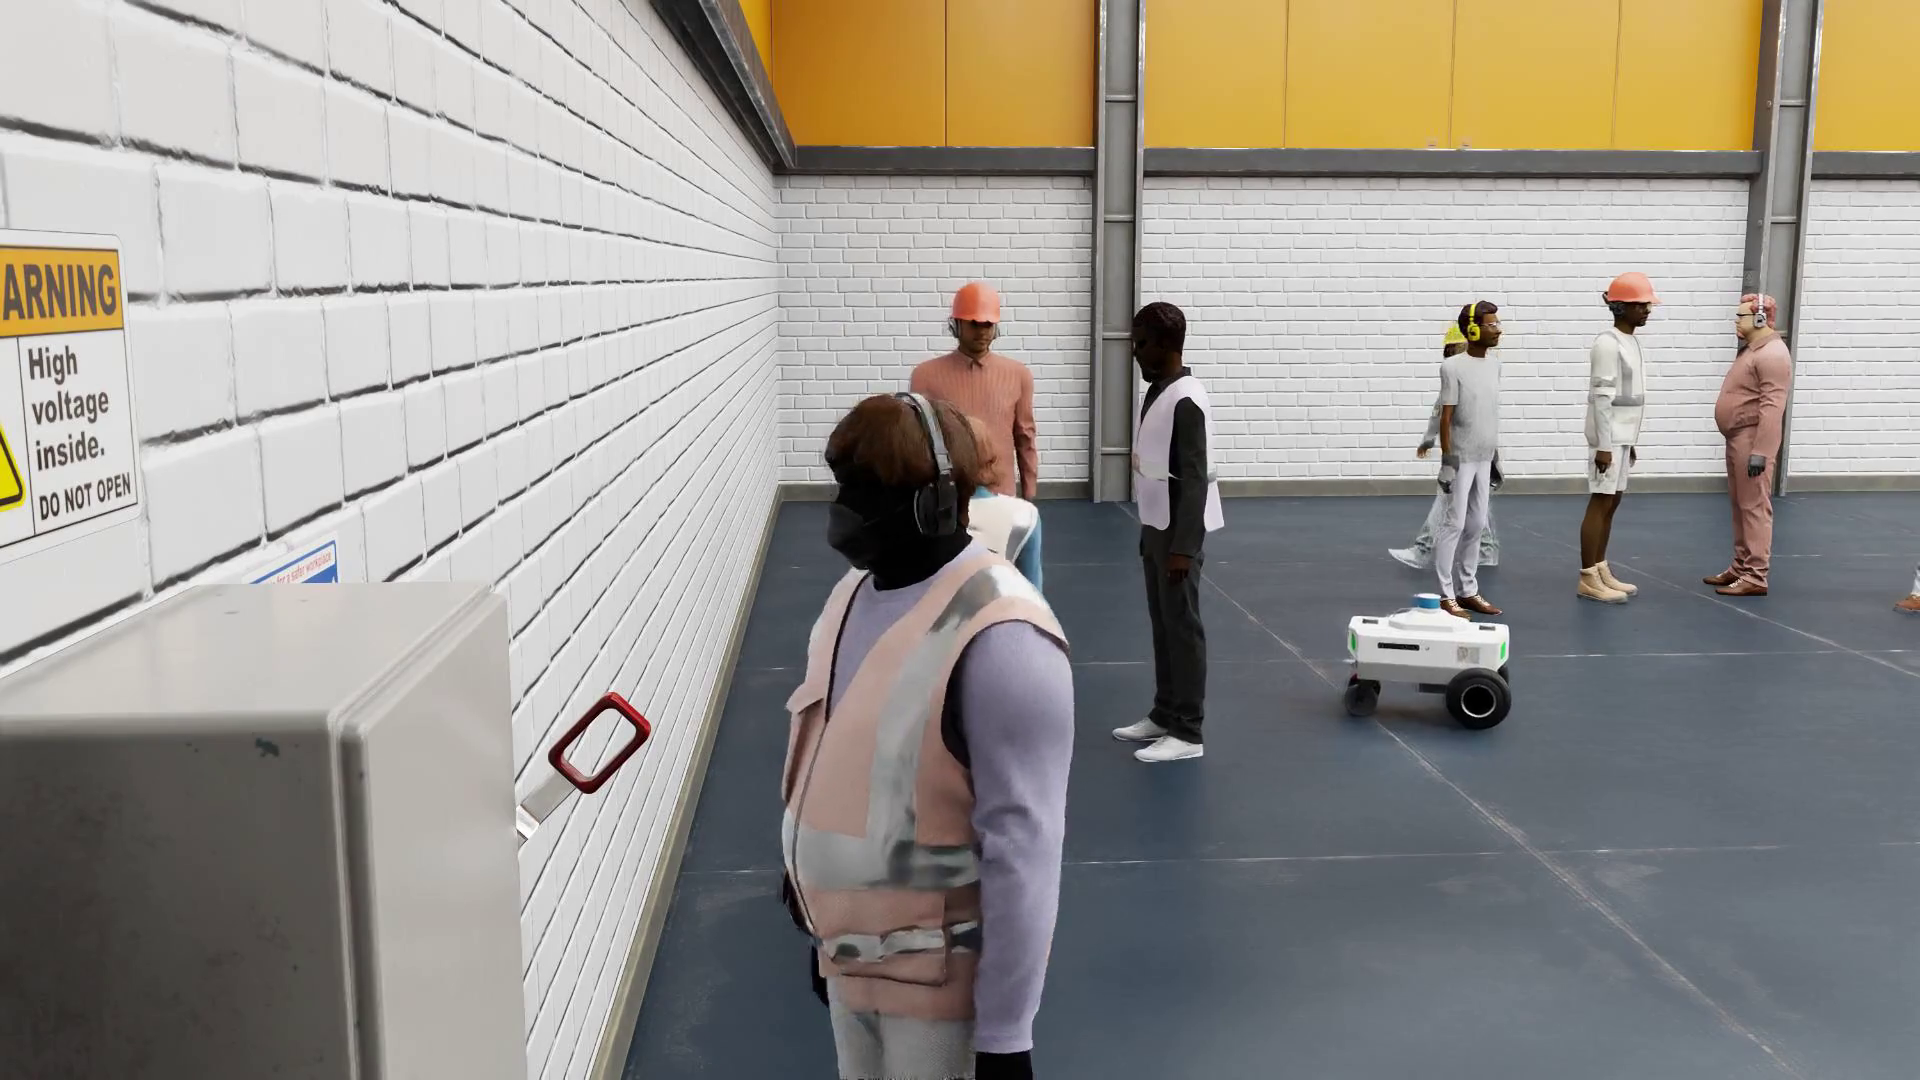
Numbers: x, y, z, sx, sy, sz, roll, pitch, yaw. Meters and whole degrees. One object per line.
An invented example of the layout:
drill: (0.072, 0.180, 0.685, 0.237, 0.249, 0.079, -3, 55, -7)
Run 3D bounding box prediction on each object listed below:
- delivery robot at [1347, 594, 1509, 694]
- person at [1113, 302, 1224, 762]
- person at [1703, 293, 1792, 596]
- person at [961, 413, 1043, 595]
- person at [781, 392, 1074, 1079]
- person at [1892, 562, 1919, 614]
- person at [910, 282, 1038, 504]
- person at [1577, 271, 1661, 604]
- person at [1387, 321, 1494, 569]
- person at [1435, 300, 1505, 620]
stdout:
delivery robot: (2.143, 0.491, 7.634, 0.707, 0.478, 0.477, 3, 9, 17)
person: (0.888, -0.032, 6.962, 0.398, 1.913, 0.590, -1, 9, -6)
person: (4.995, -0.602, 10.556, 0.408, 1.906, 0.652, 2, 9, 13)
person: (-0.001, 0.397, 5.247, 0.532, 1.603, 0.776, -3, 9, -16)
person: (-0.076, 0.680, 2.725, 0.429, 1.841, 0.667, -5, 10, -27)
person: (6.083, -0.483, 9.865, 0.858, 1.903, 0.660, -1, 9, -9)
person: (0.062, -0.212, 7.867, 0.636, 1.989, 0.457, -1, 9, -6)
person: (4.098, -0.635, 10.341, 0.397, 2.043, 0.609, 7, 11, 36)
person: (3.340, -0.637, 11.418, 0.851, 1.705, 0.496, -1, 9, -5)
person: (3.026, -0.468, 9.813, 0.531, 1.876, 0.317, -7, 11, -35)
